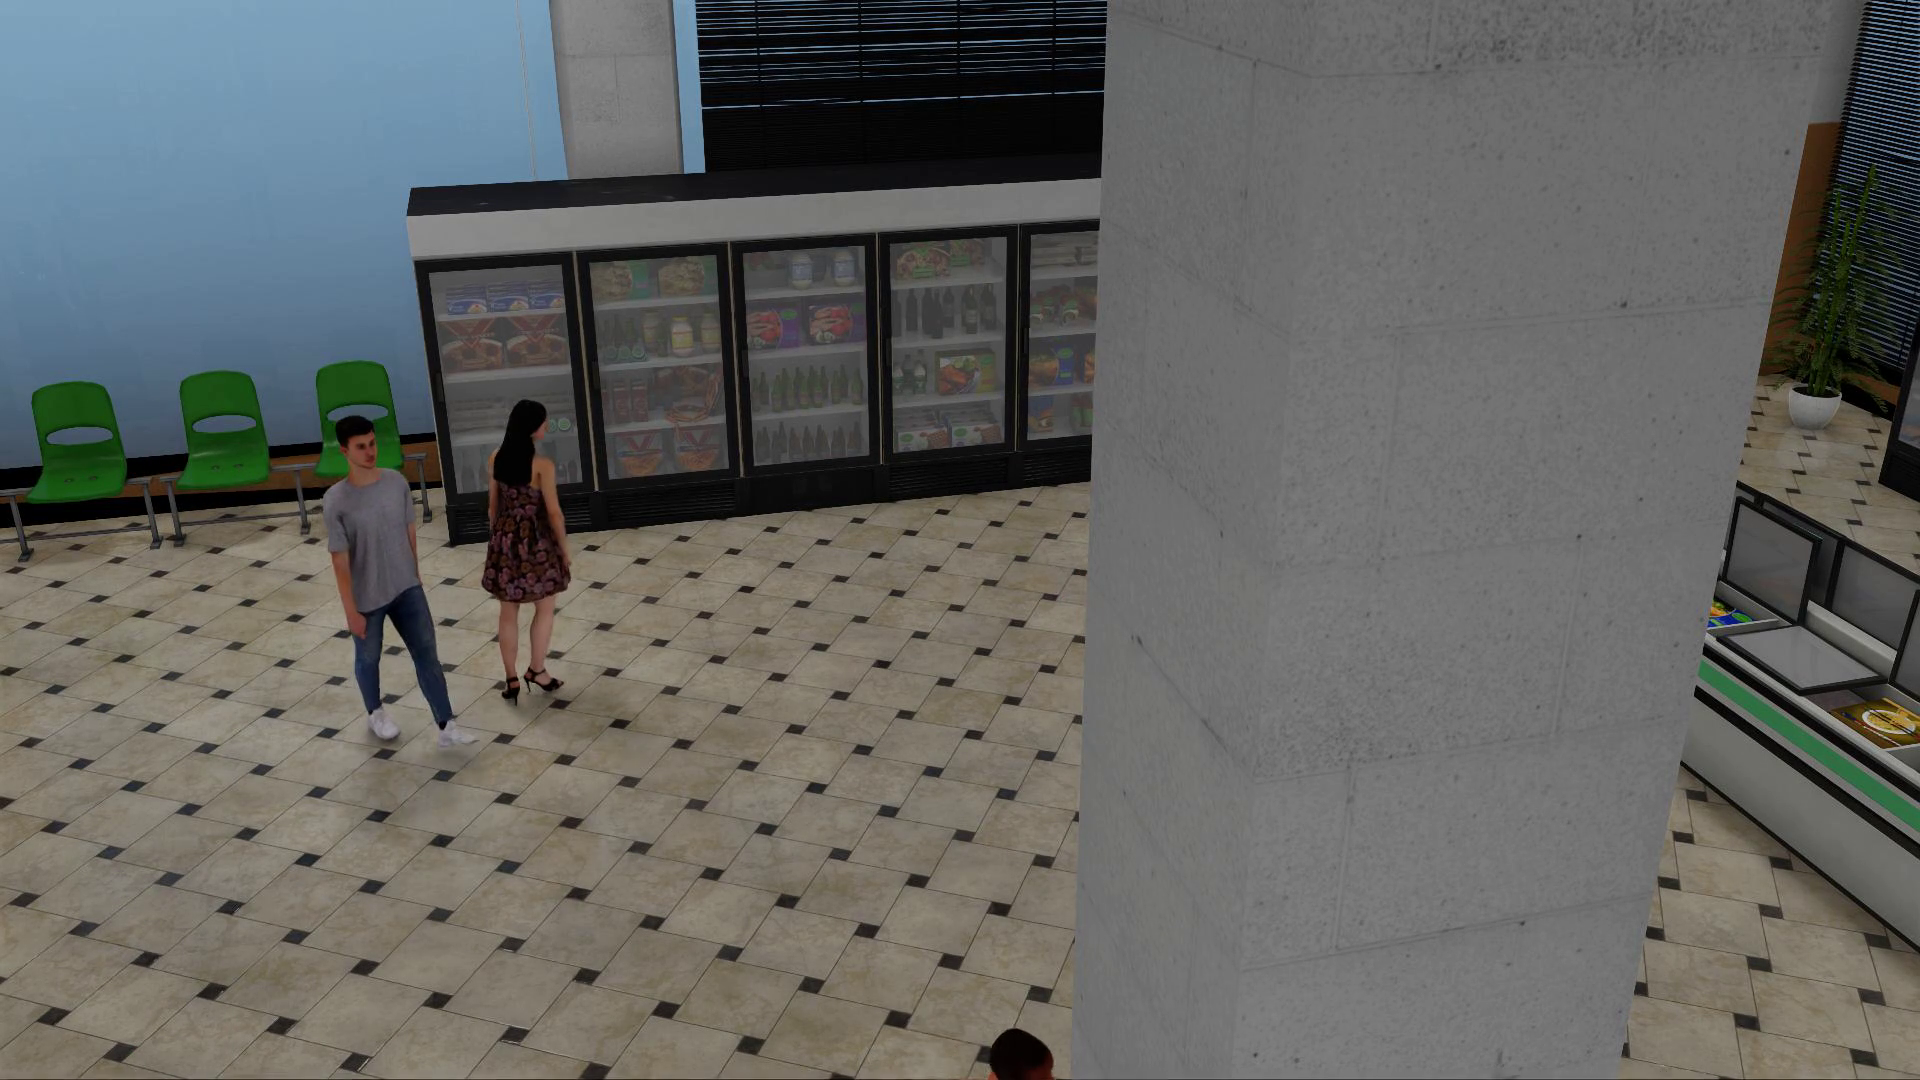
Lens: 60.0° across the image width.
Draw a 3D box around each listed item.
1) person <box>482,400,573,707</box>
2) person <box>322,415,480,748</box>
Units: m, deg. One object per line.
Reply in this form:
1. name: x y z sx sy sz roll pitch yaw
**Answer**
1. person: -2.423 0.077 9.243 0.805 1.750 0.859 2 24 4
2. person: -3.102 0.229 8.765 1.182 1.856 1.049 19 30 36
